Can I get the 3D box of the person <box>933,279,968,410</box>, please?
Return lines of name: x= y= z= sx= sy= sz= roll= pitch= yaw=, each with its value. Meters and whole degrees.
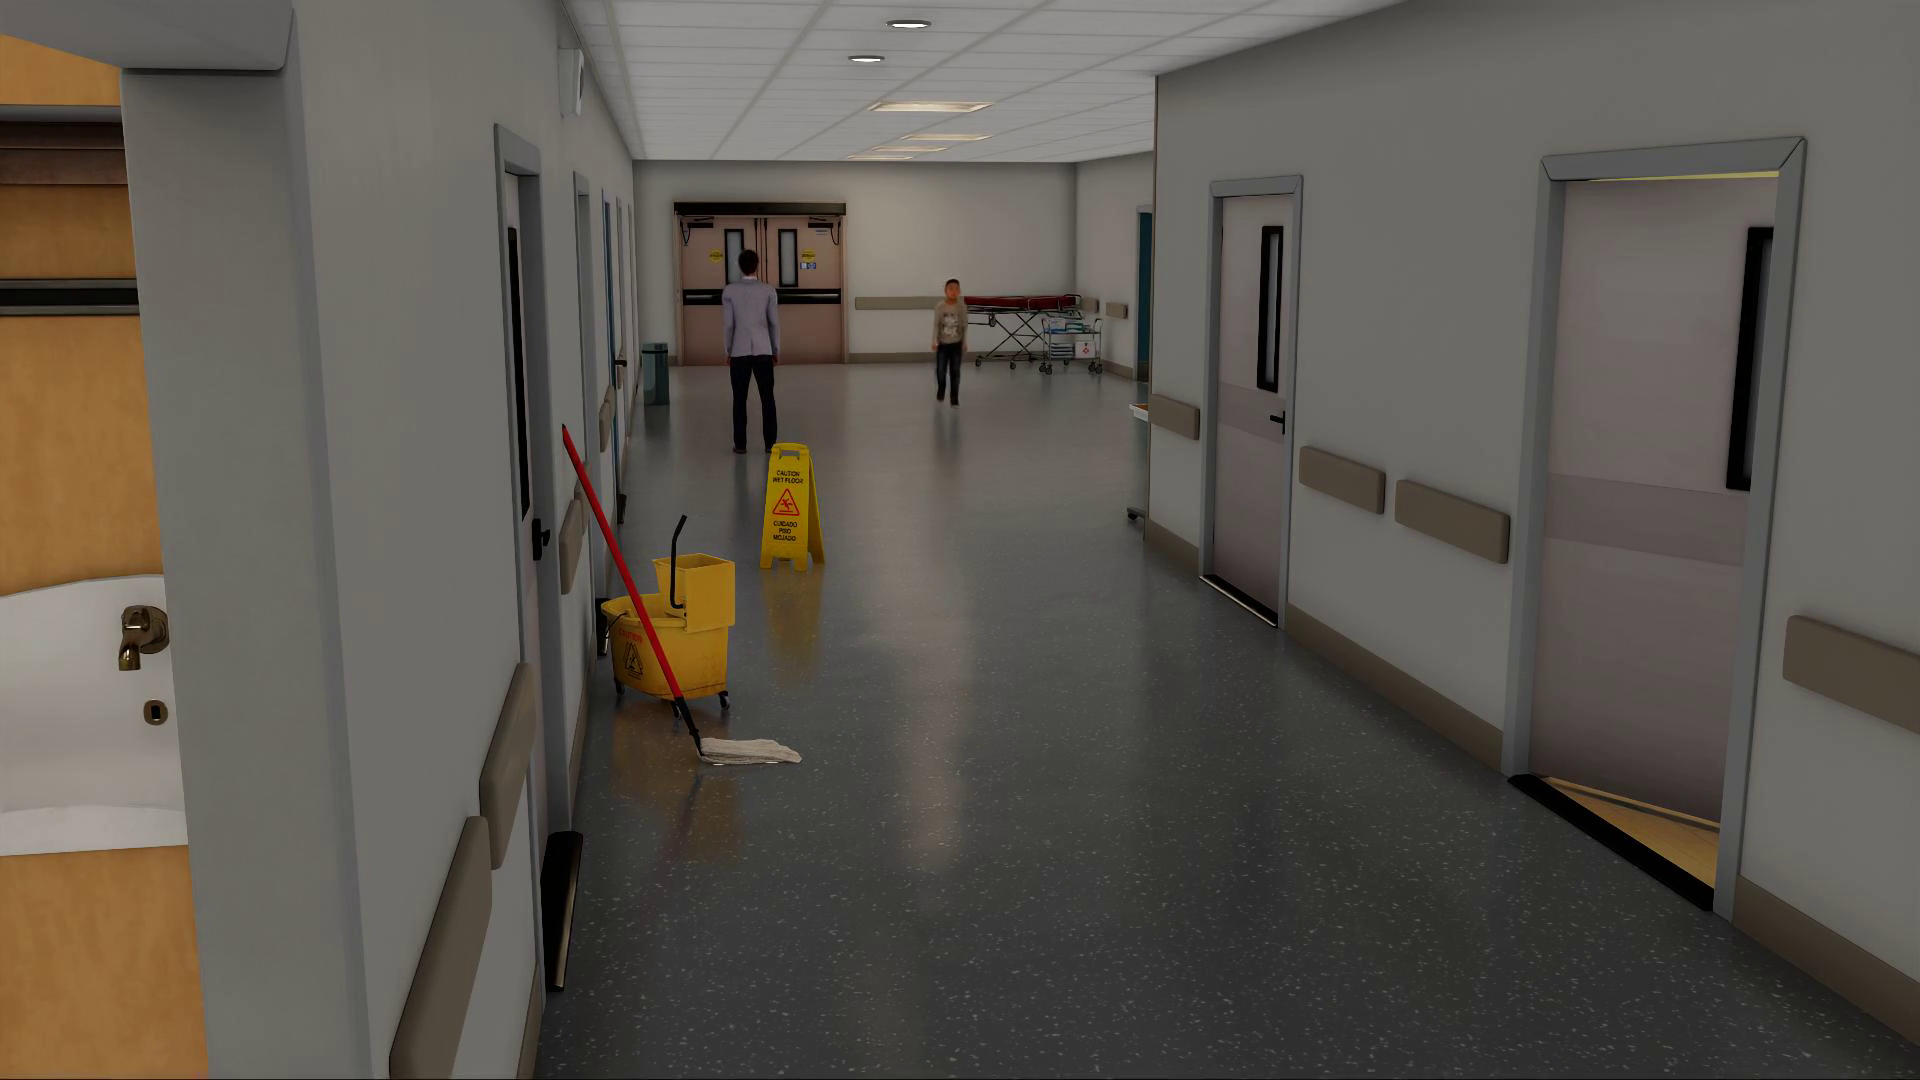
person: x=-0.124 y=-2.235 z=18.955 sx=0.566 sy=1.454 sz=0.724 roll=-1 pitch=11 yaw=-7

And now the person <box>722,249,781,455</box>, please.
person: x=-1.908 y=-1.724 z=15.205 sx=0.666 sy=1.848 sz=0.557 roll=-2 pitch=11 yaw=-11
